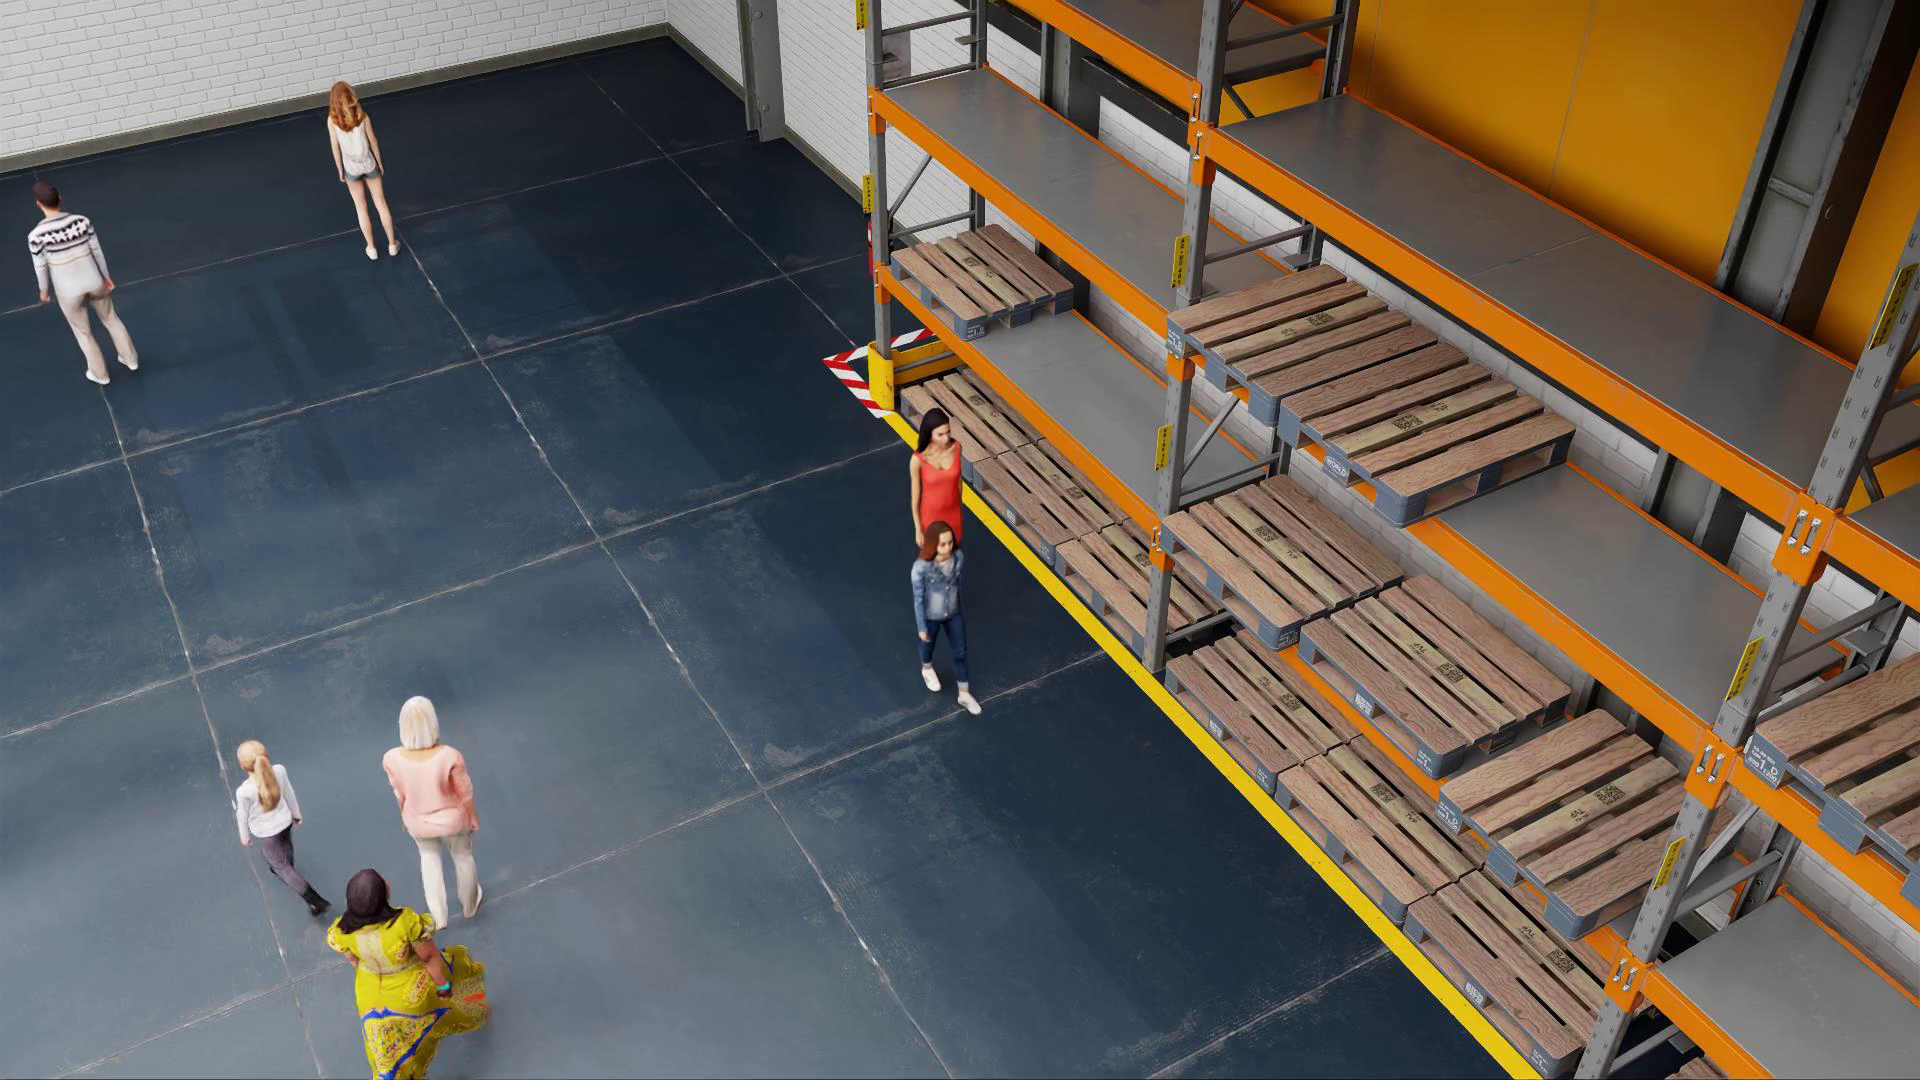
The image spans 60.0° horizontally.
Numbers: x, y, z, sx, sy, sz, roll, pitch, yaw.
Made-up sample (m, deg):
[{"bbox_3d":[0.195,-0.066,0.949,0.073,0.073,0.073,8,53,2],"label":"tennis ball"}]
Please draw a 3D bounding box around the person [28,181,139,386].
[{"bbox_3d":[-7.422,-2.131,14.011,0.769,1.856,0.781,28,46,30],"label":"person"}]

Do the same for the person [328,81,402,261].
[{"bbox_3d":[-5.687,-3.504,15.808,0.598,1.759,0.555,-12,40,-15],"label":"person"}]

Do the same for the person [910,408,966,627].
[{"bbox_3d":[-0.180,-0.206,11.714,0.633,1.713,0.793,-23,44,-26],"label":"person"}]

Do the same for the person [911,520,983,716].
[{"bbox_3d":[-0.181,0.444,11.108,0.585,1.454,0.847,-17,42,-20],"label":"person"}]

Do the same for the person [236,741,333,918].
[{"bbox_3d":[-3.967,1.696,9.692,0.944,1.265,0.749,21,43,24],"label":"person"}]

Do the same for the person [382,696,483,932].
[{"bbox_3d":[-2.973,1.625,9.422,0.754,1.714,0.853,-4,39,-5],"label":"person"}]

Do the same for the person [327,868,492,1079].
[{"bbox_3d":[-2.888,2.378,8.551,1.088,1.623,1.355,-2,39,-3],"label":"person"}]
